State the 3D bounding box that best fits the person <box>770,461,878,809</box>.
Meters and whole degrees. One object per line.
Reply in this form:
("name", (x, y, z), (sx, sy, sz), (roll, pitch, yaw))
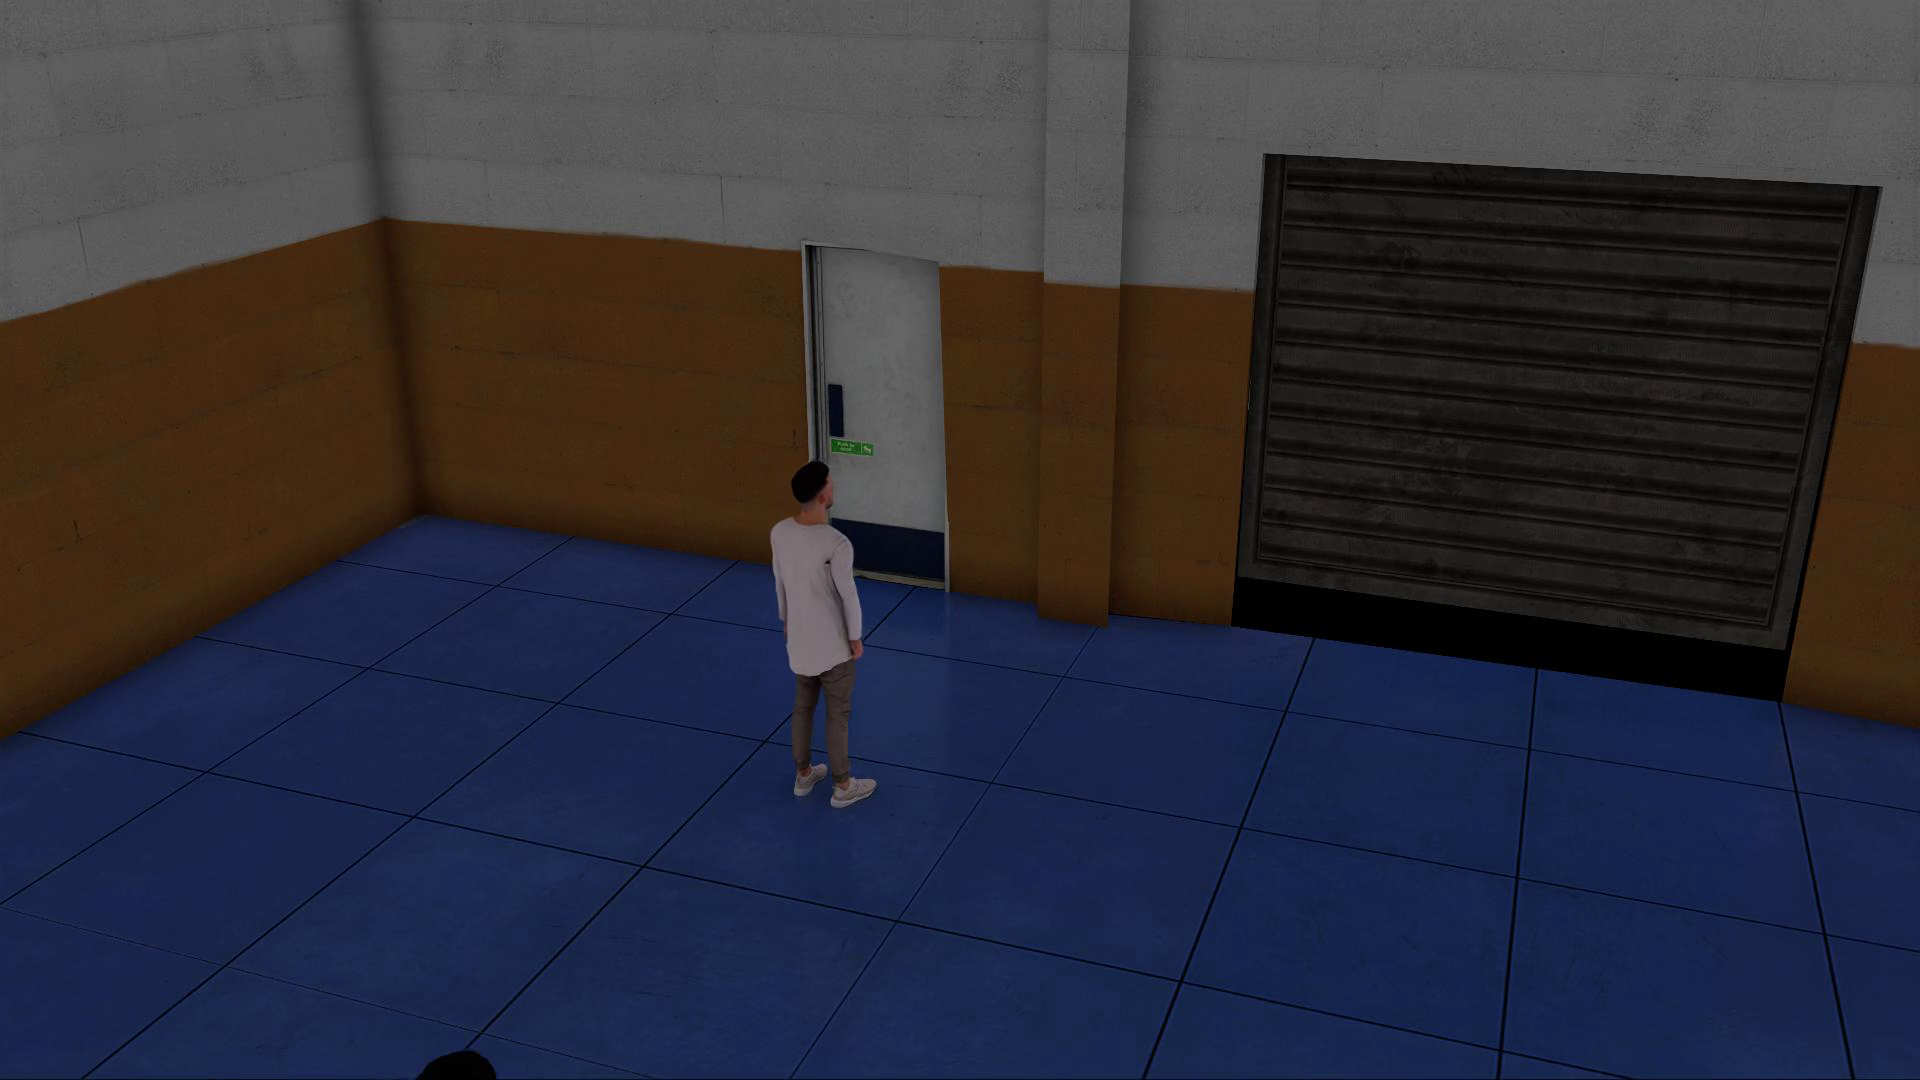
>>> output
("person", (-0.706, 0.470, 8.384), (0.593, 1.840, 0.784), (15, 26, 32))
